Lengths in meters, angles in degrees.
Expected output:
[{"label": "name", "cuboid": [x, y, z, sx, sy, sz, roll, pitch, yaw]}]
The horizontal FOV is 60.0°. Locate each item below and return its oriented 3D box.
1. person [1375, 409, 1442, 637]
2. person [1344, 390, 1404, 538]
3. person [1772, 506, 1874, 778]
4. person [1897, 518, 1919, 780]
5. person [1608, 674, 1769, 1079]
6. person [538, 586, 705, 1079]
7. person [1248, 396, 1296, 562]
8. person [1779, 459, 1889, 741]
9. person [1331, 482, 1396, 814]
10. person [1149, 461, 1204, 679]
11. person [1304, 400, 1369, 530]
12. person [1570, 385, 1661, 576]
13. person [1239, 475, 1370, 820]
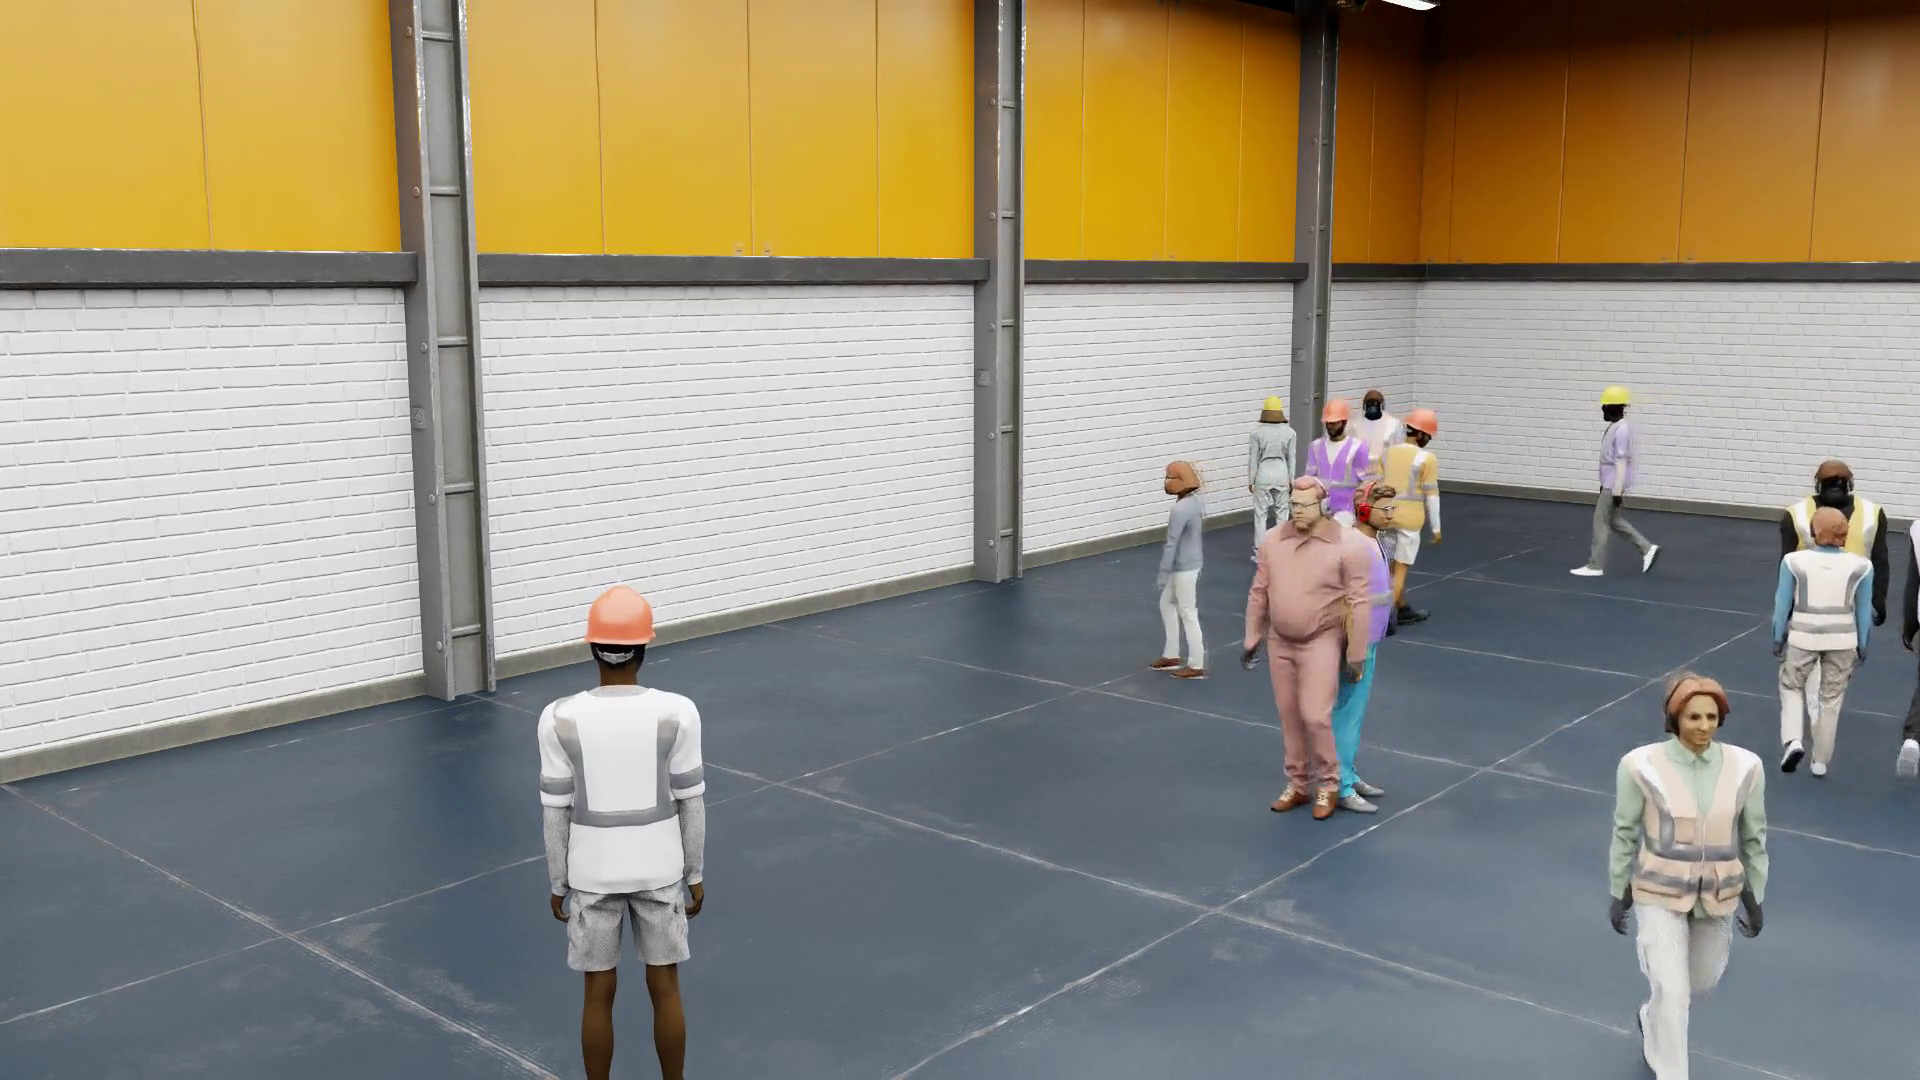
[{"label": "person", "cuboid": [3.699, -0.150, 13.823, 0.814, 1.877, 0.620, -7, 11, -37]}, {"label": "person", "cuboid": [4.268, -0.664, 17.309, 0.642, 1.794, 0.984, 4, 10, 26]}, {"label": "person", "cuboid": [5.056, 0.618, 9.771, 0.528, 1.627, 0.413, 4, 10, 22]}, {"label": "person", "cuboid": [5.743, 0.514, 9.602, 0.574, 1.888, 0.607, -8, 12, -41]}, {"label": "person", "cuboid": [2.550, 1.244, 5.887, 0.523, 1.611, 0.761, 0, 9, 2]}, {"label": "person", "cuboid": [-1.140, 1.116, 5.676, 0.545, 1.938, 0.362, -2, 9, -10]}, {"label": "person", "cuboid": [3.221, -0.622, 17.233, 0.487, 1.735, 0.330, 0, 9, 3]}, {"label": "person", "cuboid": [5.640, 0.360, 10.811, 0.631, 1.818, 0.777, 2, 9, 14]}, {"label": "person", "cuboid": [2.217, 0.584, 9.310, 0.374, 1.840, 0.571, 3, 10, 21]}, {"label": "person", "cuboid": [1.569, 0.219, 12.288, 0.583, 1.611, 0.525, 4, 10, 22]}, {"label": "person", "cuboid": [3.265, -0.286, 14.638, 0.568, 1.880, 0.996, 7, 11, 38]}, {"label": "person", "cuboid": [6.484, -0.569, 16.345, 0.758, 1.907, 0.597, 3, 10, 21]}, {"label": "person", "cuboid": [1.873, 0.585, 9.156, 0.666, 1.890, 0.476, 9, 12, 43]}]
